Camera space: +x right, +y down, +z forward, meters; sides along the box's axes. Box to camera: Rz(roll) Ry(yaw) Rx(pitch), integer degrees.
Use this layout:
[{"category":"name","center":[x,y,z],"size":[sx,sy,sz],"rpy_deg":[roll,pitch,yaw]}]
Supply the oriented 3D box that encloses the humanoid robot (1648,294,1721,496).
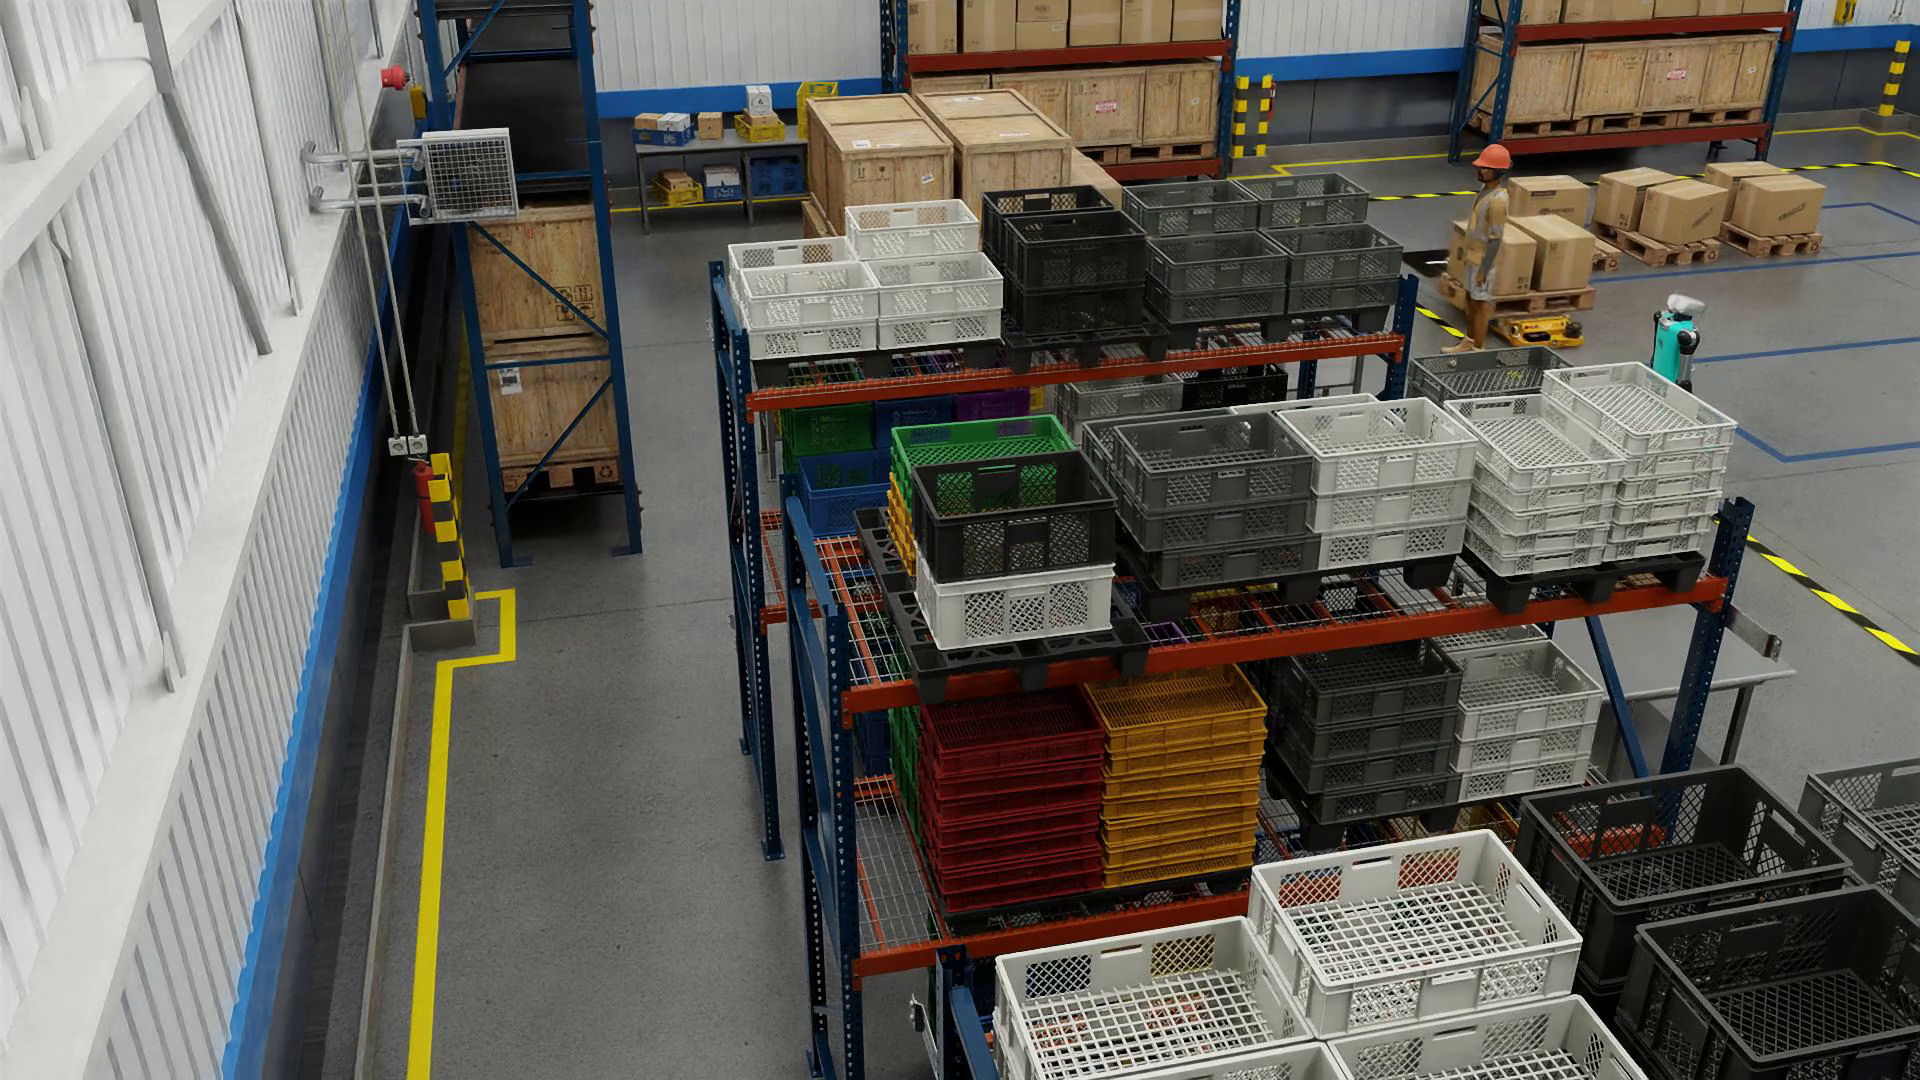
[{"category":"humanoid robot","center":[5.390,-1.005,12.233],"size":[0.735,1.678,0.533],"rpy_deg":[-2,28,-3]}]

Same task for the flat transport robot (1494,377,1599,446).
[{"category":"flat transport robot","center":[4.780,-1.036,14.013],"size":[0.659,0.231,1.431],"rpy_deg":[-6,28,-12]}]

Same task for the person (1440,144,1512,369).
[{"category":"person","center":[4.668,-2.541,14.962],"size":[0.366,2.048,0.606],"rpy_deg":[2,28,3]}]

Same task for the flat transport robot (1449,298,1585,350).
[{"category":"flat transport robot","center":[5.416,-2.212,16.213],"size":[0.652,0.197,1.431],"rpy_deg":[-6,28,-12]}]
